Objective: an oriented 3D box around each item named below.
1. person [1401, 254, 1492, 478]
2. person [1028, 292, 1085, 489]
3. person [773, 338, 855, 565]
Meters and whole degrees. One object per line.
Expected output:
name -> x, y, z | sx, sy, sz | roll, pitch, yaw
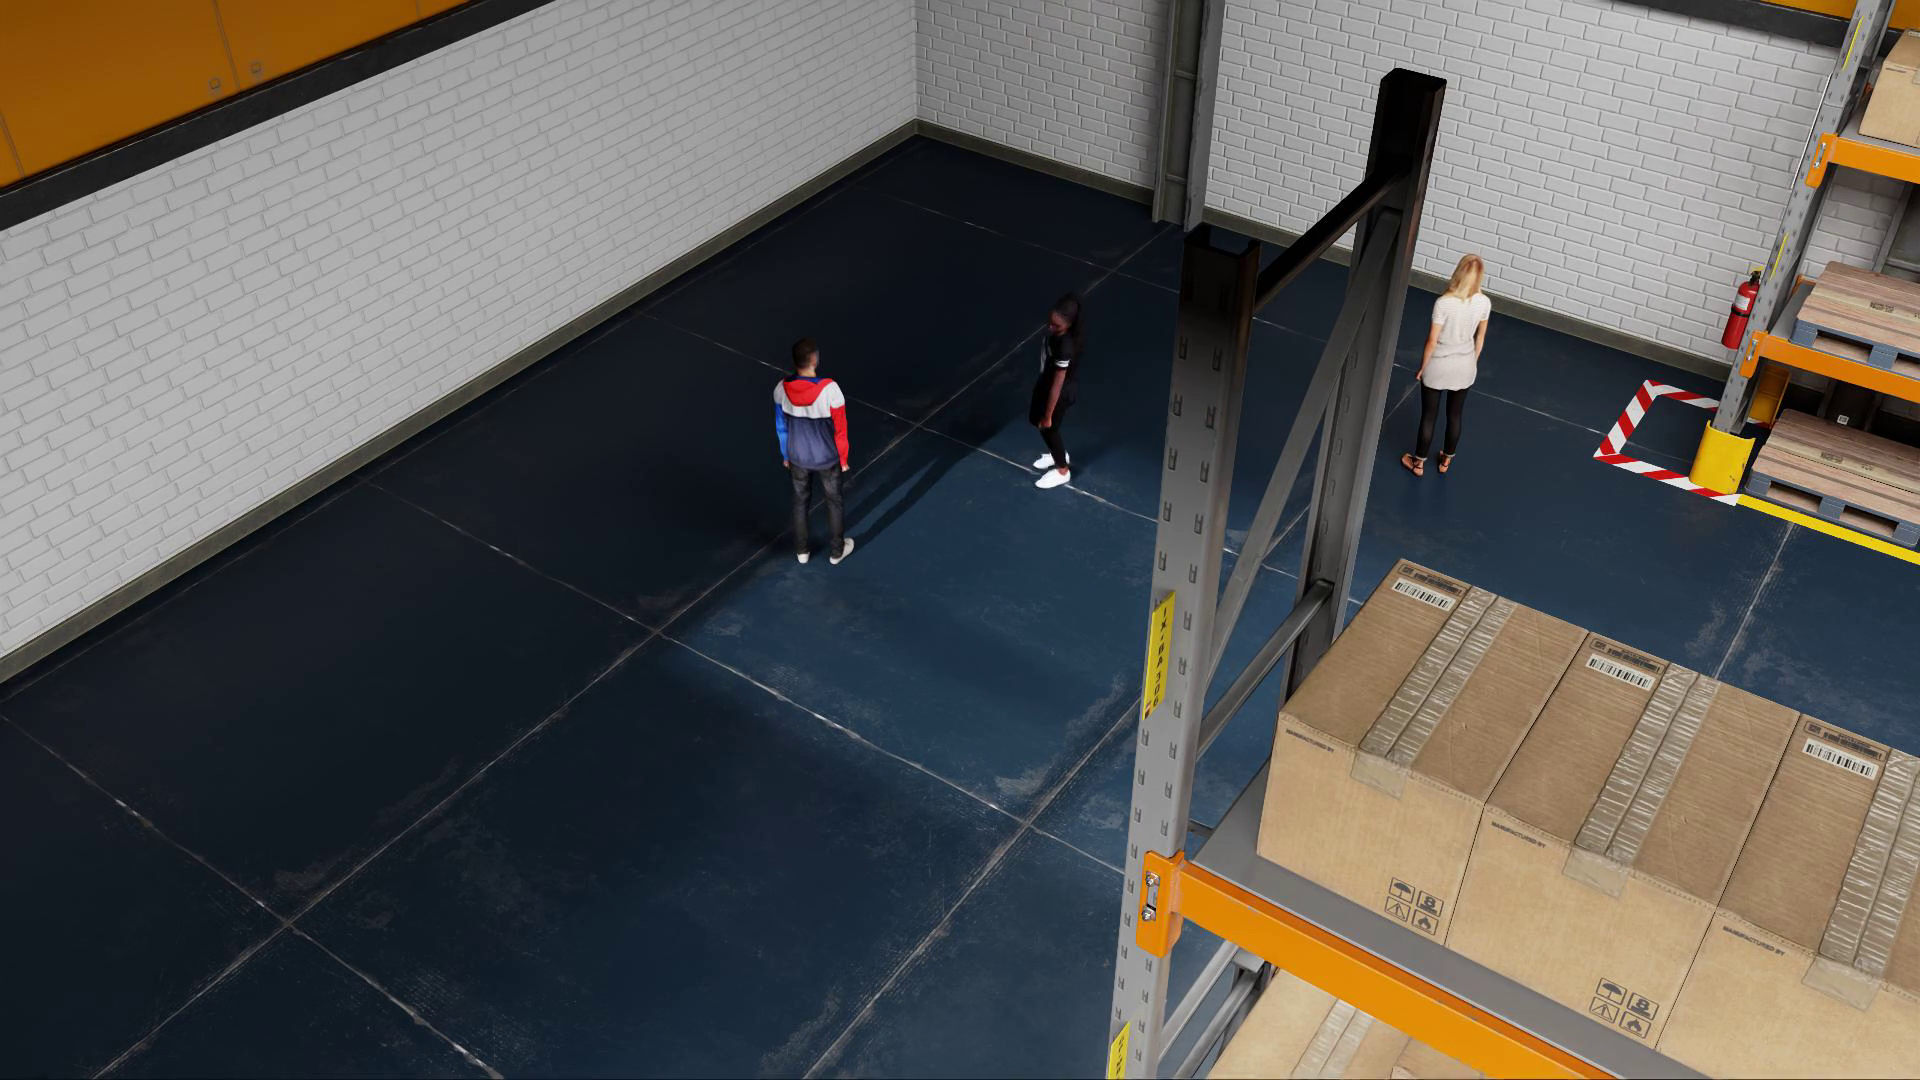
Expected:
person -> 3.579, -1.258, 12.145 | 0.664, 1.827, 0.736 | -4, 39, -5
person -> 0.715, -1.066, 12.000 | 0.834, 1.708, 0.790 | 4, 39, 5
person -> -1.004, -0.594, 11.370 | 0.631, 1.757, 0.772 | 5, 39, 6
